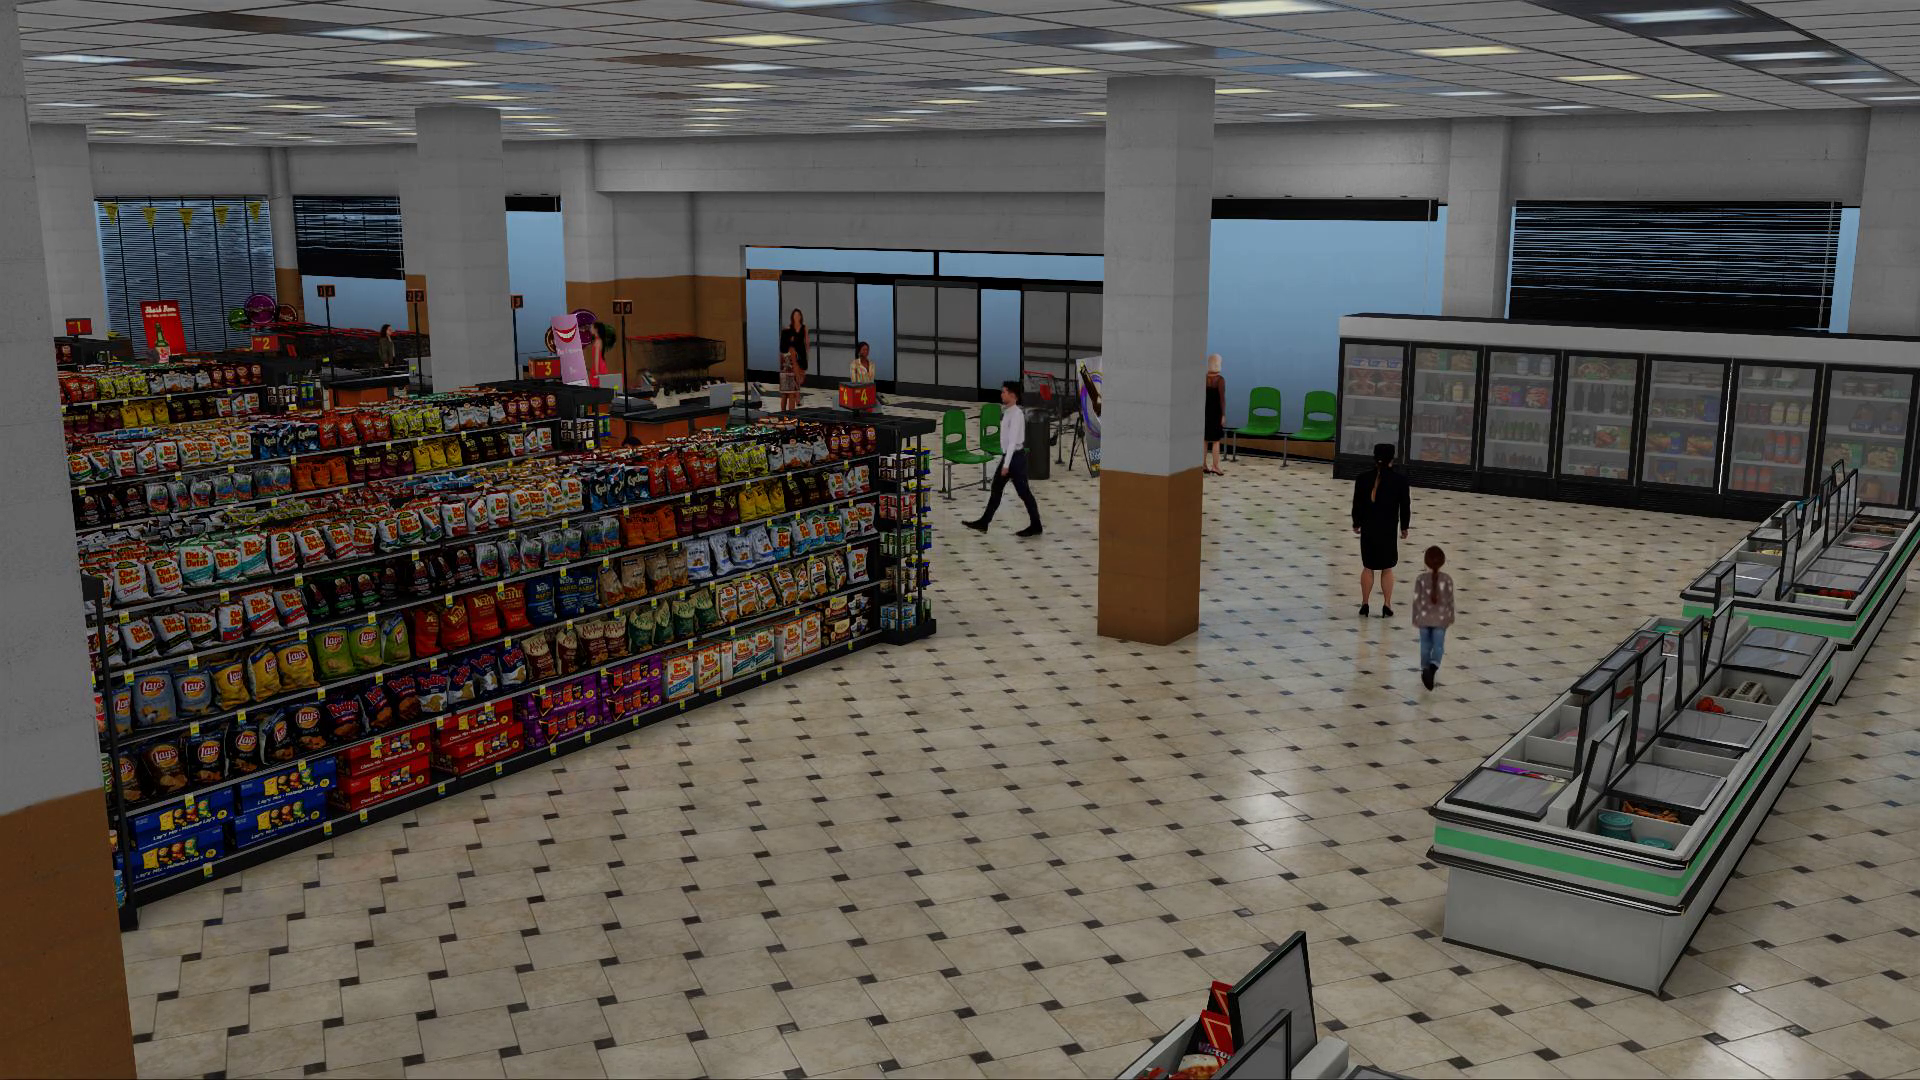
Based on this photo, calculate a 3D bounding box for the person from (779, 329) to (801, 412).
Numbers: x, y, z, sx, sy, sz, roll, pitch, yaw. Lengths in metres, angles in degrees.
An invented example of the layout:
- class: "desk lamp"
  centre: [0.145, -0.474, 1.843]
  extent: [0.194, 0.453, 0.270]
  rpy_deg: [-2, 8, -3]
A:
- class: "person"
  centre: [-3.014, -2.883, 29.236]
  extent: [0.604, 1.645, 0.693]
  rpy_deg: [-11, 16, -41]

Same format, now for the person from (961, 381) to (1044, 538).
- class: "person"
  centre: [0.716, -0.909, 19.428]
  extent: [1.186, 1.824, 1.191]
  rpy_deg: [-1, 12, -5]

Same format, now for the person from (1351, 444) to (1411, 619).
- class: "person"
  centre: [4.003, -0.088, 15.896]
  extent: [0.768, 1.671, 0.724]
  rpy_deg: [4, 13, 19]

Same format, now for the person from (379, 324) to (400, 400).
- class: "person"
  centre: [-11.146, -3.466, 32.409]
  extent: [0.716, 1.477, 0.623]
  rpy_deg: [0, 12, 0]

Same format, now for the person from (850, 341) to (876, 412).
- class: "person"
  centre: [-1.463, -2.122, 25.264]
  extent: [0.569, 1.793, 0.717]
  rpy_deg: [-9, 15, -36]

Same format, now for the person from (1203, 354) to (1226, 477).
- class: "person"
  centre: [3.611, -1.797, 23.828]
  extent: [0.615, 1.747, 0.645]
  rpy_deg: [-9, 15, -36]

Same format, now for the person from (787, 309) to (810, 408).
- class: "person"
  centre: [-3.073, -3.439, 31.461]
  extent: [1.023, 1.814, 1.066]
  rpy_deg: [-2, 12, -11]

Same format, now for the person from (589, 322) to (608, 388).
- class: "person"
  centre: [-6.399, -3.050, 29.881]
  extent: [0.995, 1.706, 0.966]
  rpy_deg: [-1, 12, -5]

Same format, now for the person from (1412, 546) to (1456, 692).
- class: "person"
  centre: [3.863, 0.649, 13.585]
  extent: [0.570, 1.181, 0.816]
  rpy_deg: [5, 13, 22]
